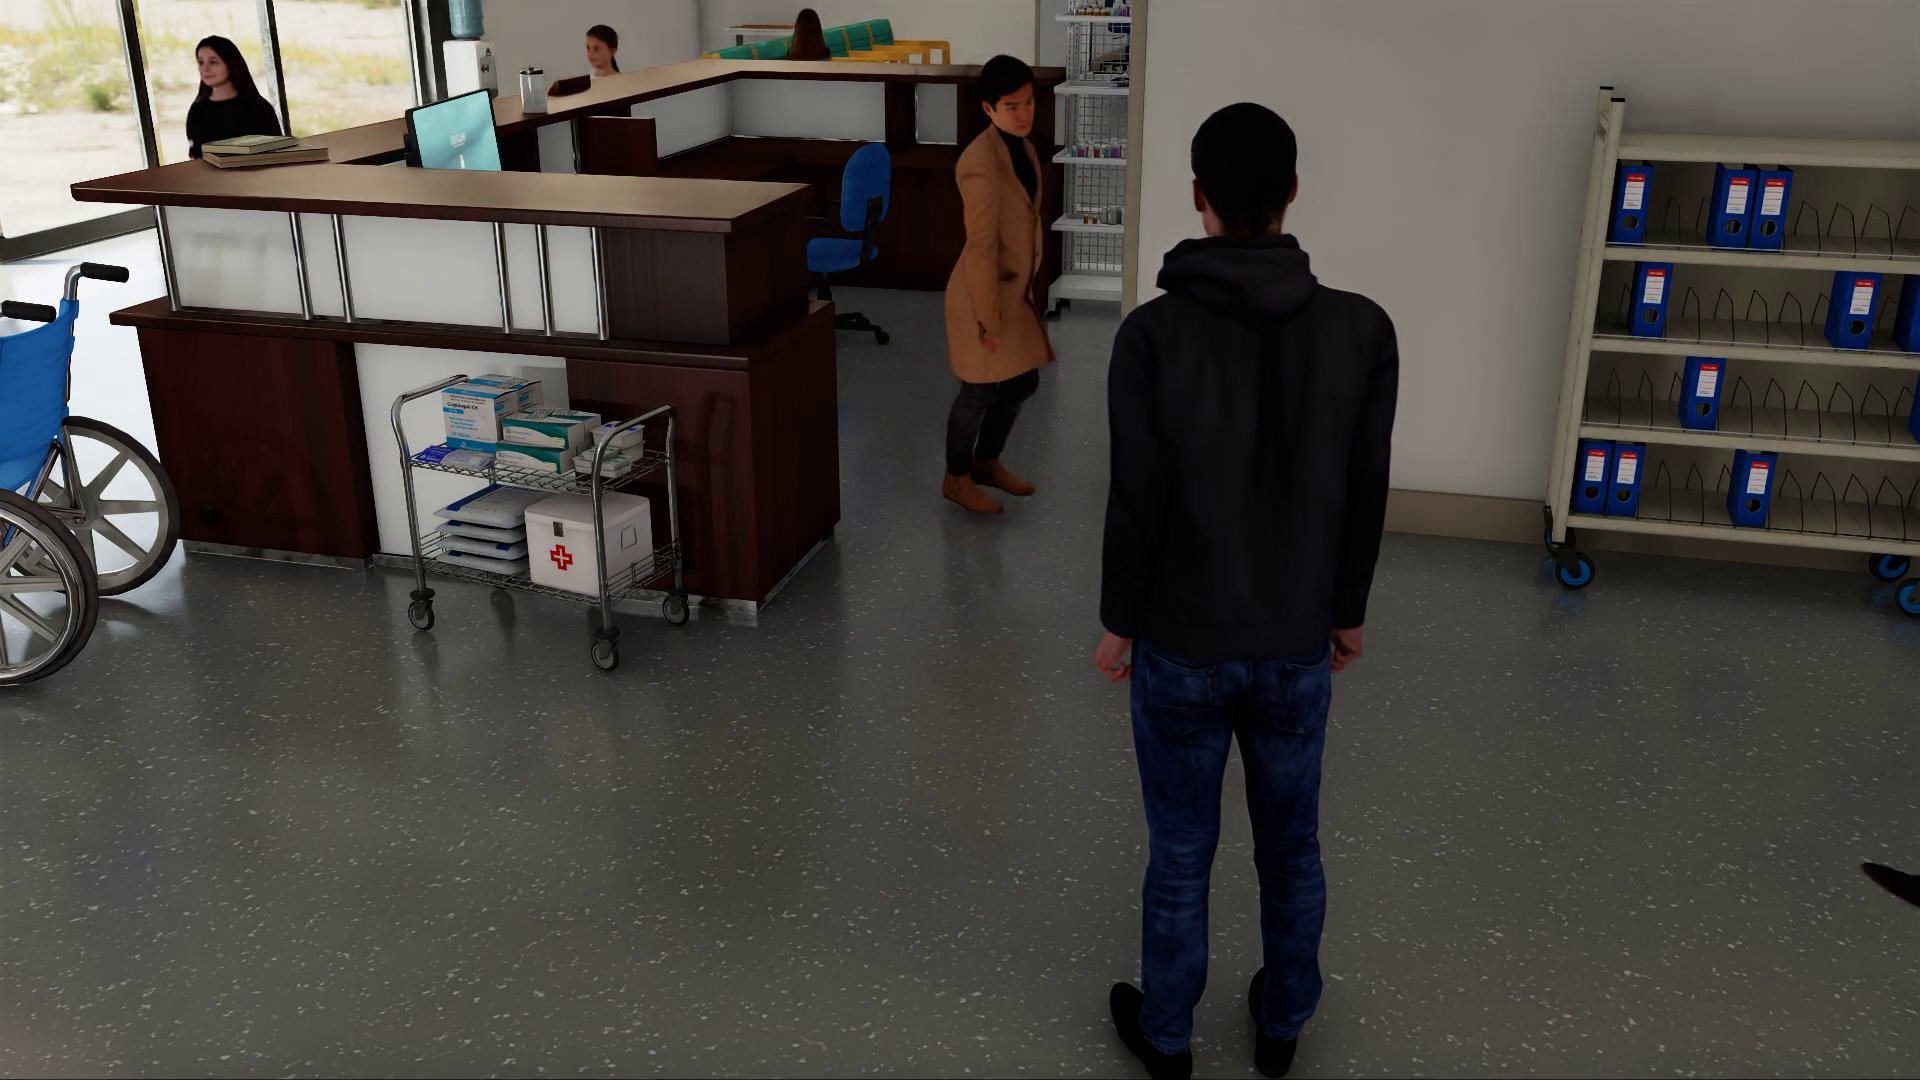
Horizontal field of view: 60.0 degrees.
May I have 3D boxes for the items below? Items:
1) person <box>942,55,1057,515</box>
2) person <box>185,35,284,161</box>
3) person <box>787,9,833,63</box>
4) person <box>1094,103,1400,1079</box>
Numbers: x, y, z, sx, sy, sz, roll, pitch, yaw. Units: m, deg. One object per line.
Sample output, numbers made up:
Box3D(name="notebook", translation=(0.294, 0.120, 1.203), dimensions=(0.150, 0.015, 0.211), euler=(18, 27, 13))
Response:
Box3D(name="person", translation=(0.075, -0.909, 6.115), dimensions=(0.769, 1.688, 0.749), euler=(6, 22, 15))
Box3D(name="person", translation=(-3.480, -1.630, 8.161), dimensions=(0.593, 1.628, 0.698), euler=(2, 21, 6))
Box3D(name="person", translation=(-1.166, -3.368, 12.968), dimensions=(0.710, 1.474, 0.684), euler=(8, 22, 21))
Box3D(name="person", translation=(0.507, 0.165, 3.053), dimensions=(0.659, 1.889, 0.811), euler=(-3, 21, -8))
